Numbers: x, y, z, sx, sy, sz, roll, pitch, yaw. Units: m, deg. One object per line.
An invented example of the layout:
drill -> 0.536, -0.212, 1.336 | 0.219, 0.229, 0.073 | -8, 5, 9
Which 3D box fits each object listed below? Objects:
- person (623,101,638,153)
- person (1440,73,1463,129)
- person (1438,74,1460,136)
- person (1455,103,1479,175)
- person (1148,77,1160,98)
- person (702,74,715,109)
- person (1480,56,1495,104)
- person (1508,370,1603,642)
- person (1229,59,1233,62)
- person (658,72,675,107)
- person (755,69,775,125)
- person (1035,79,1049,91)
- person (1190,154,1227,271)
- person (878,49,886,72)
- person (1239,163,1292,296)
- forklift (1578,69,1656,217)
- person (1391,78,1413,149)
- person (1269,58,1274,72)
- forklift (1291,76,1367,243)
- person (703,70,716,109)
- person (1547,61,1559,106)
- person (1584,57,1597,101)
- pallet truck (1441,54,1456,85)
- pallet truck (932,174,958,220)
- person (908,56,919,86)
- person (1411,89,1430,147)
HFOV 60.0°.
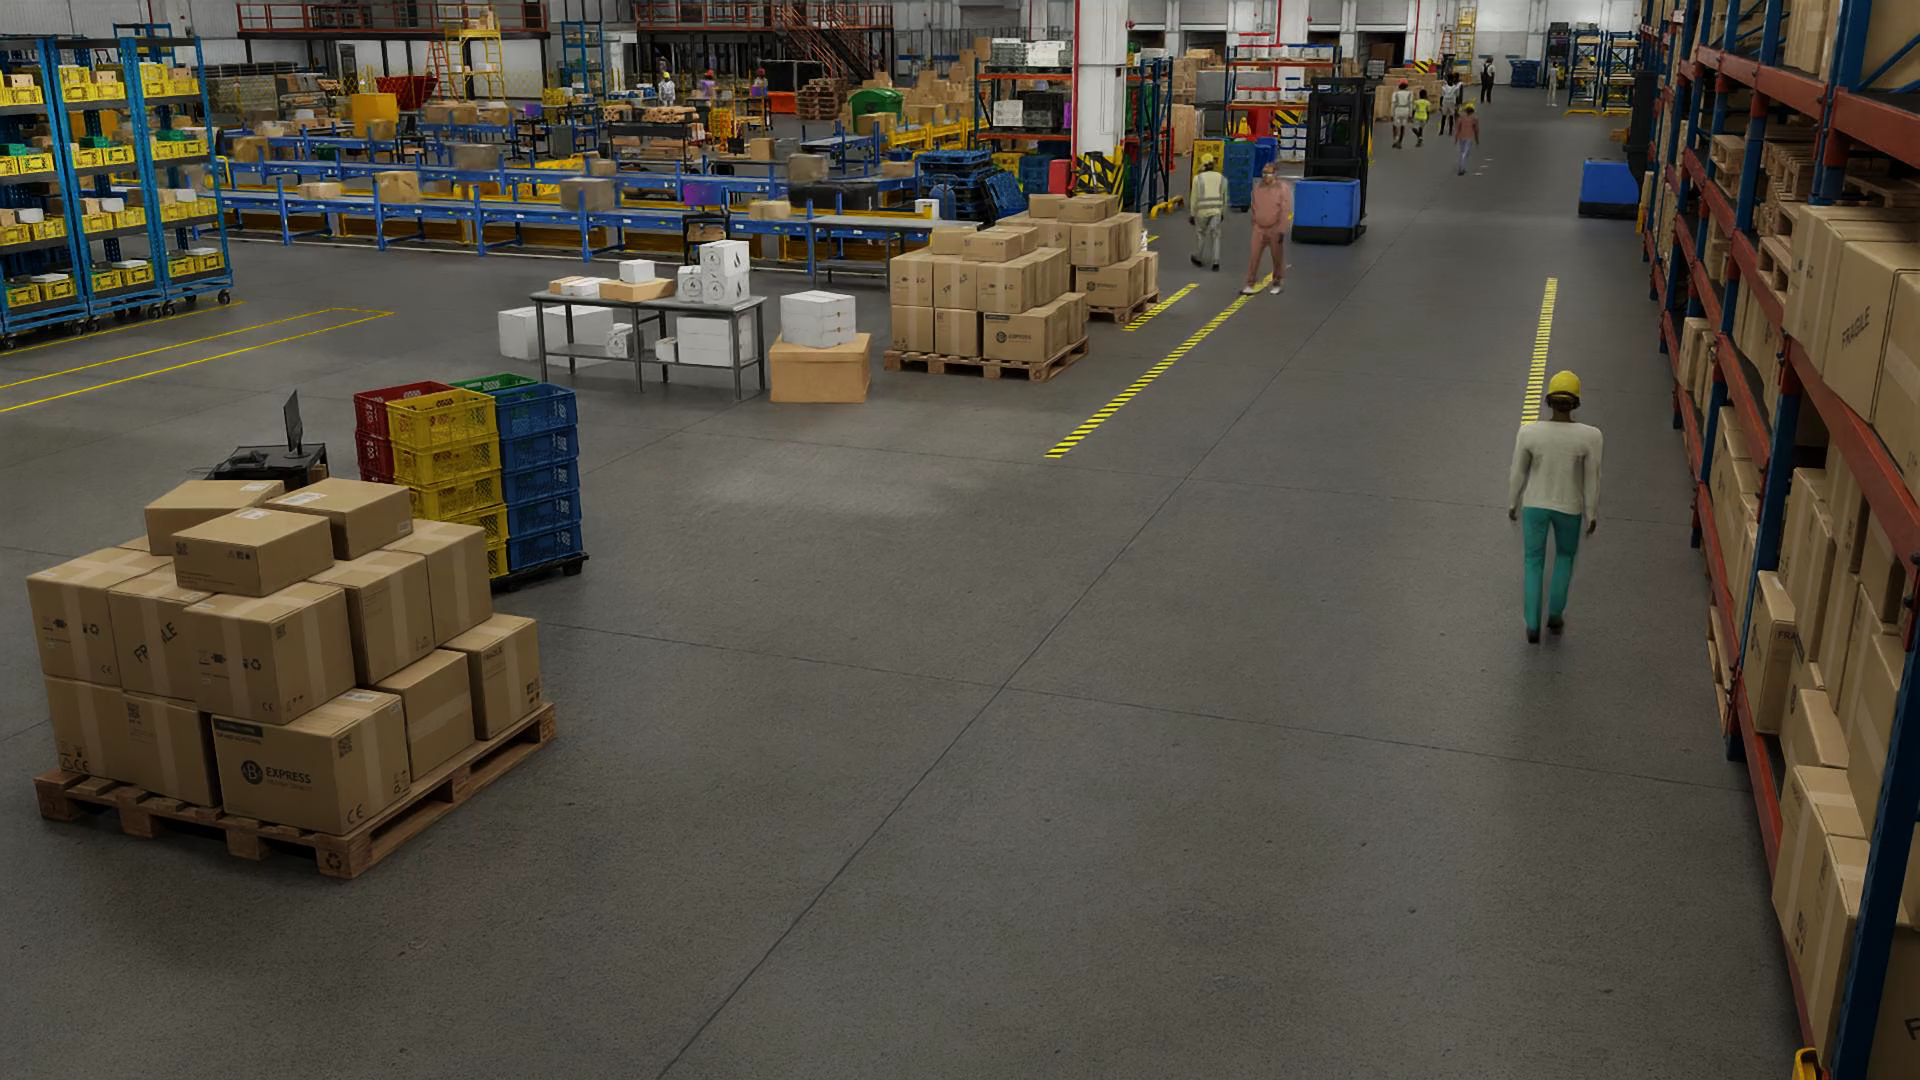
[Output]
person -> -8.853, -10.885, 44.399 | 0.565, 1.615, 0.531 | -16, 24, -41
person -> 16.922, -15.112, 57.263 | 0.919, 1.882, 0.599 | -3, 18, -11
person -> 15.916, -14.161, 54.135 | 0.609, 1.963, 0.367 | 9, 20, 26
person -> 12.588, -9.929, 41.197 | 0.539, 1.729, 0.785 | 12, 21, 34
person -> 6.692, -15.132, 57.359 | 0.437, 1.871, 0.682 | -9, 20, -27
person -> -9.433, -16.553, 62.068 | 0.856, 1.704, 0.506 | 8, 19, 23
person -> 23.172, -20.182, 72.932 | 0.536, 2.000, 0.684 | -12, 22, -34
person -> 3.818, -0.235, 10.718 | 0.554, 1.743, 0.618 | 7, 19, 20
person -> 12.305, -21.081, 76.151 | 1.110, 1.810, 0.599 | -4, 18, -12
person -> -10.444, -15.754, 59.354 | 0.600, 1.831, 0.404 | -9, 20, -26
person -> -6.879, -15.607, 58.684 | 0.823, 1.959, 0.634 | 15, 23, 40
person -> 3.278, -17.731, 65.471 | 0.980, 1.883, 0.571 | 16, 24, 41
person -> 3.881, -5.148, 26.129 | 0.635, 1.768, 0.918 | -3, 18, -11
person -> -4.483, -27.338, 95.734 | 0.508, 1.847, 0.345 | -12, 21, -32
person -> 4.340, -4.385, 23.584 | 0.663, 1.867, 0.960 | 12, 21, 34
forklift -> 13.219, -7.740, 32.475 | 1.873, 2.768, 1.129 | 6, 19, 18
person -> 13.010, -12.575, 49.050 | 0.621, 2.025, 0.413 | 1, 18, 4
person -> 16.586, -24.978, 88.303 | 0.548, 1.857, 0.477 | -16, 24, -41
forklift -> 6.598, -6.755, 29.381 | 1.129, 2.768, 1.873 | 6, 19, 19
person -> -8.990, -15.848, 59.558 | 0.982, 1.902, 0.551 | 9, 20, 27
person -> 25.377, -19.516, 71.128 | 0.329, 1.865, 0.508 | -13, 22, -36
person -> 28.467, -20.802, 75.064 | 0.368, 1.928, 0.585 | -9, 20, -25
pallet truck -> 22.765, -21.886, 78.355 | 0.823, 1.965, 1.885 | -4, 18, -14
pallet truck -> -0.507, -5.292, 27.348 | 0.653, 1.274, 1.630 | 6, 19, 19
person -> -2.215, -21.987, 78.866 | 0.616, 1.875, 0.949 | 6, 19, 17
person -> 13.753, -12.572, 49.603 | 0.542, 1.678, 0.525 | -3, 18, -9
